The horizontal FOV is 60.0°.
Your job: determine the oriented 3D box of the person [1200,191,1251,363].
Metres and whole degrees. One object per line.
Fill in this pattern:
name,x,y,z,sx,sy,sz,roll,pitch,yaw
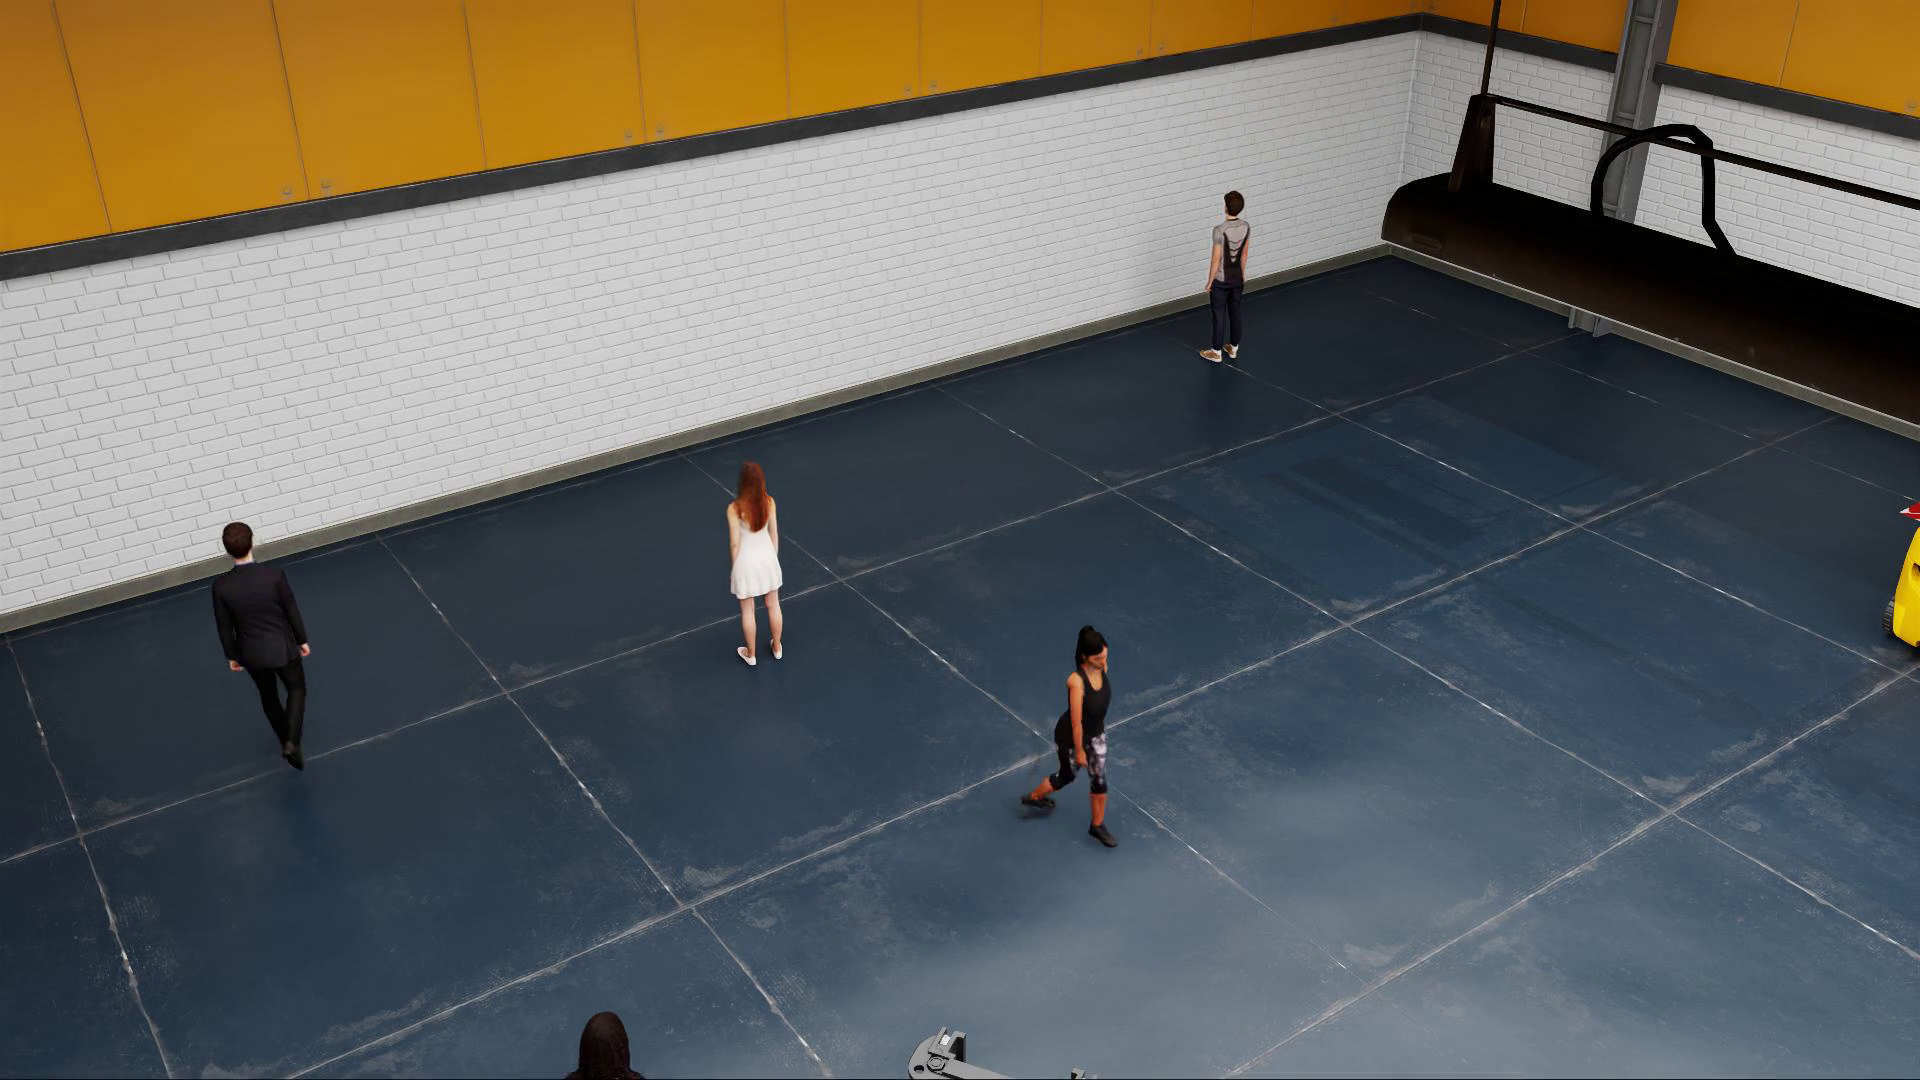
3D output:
person,2.924,-2.877,18.144,0.667,1.897,0.604,-14,32,-24

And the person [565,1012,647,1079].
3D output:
person,-1.637,2.944,7.762,0.923,1.620,1.034,1,29,1

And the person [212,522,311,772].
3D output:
person,-4.773,0.771,11.480,0.885,1.874,1.105,-9,30,-17

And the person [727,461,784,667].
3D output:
person,-1.568,0.170,12.749,0.590,1.714,0.574,-13,31,-22

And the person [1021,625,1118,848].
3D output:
person,0.734,1.240,10.869,1.019,1.636,0.731,19,34,30
